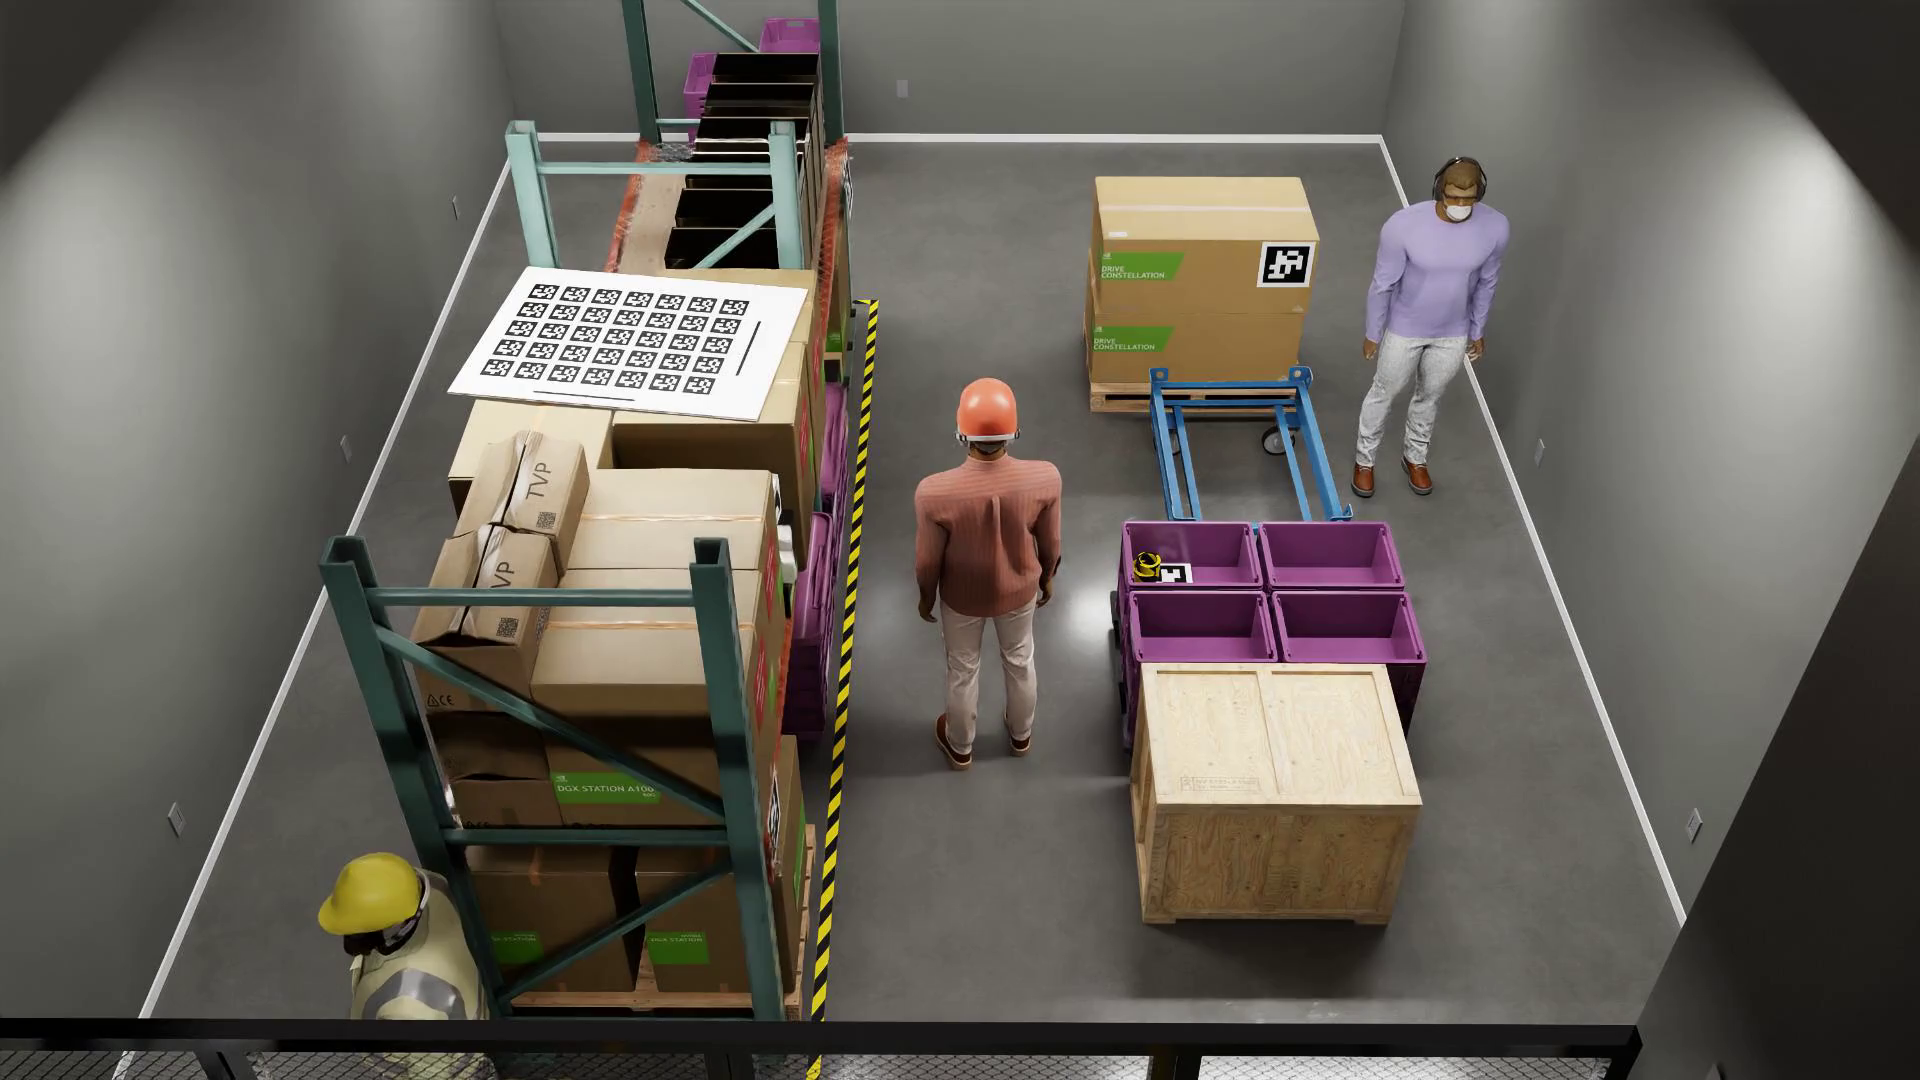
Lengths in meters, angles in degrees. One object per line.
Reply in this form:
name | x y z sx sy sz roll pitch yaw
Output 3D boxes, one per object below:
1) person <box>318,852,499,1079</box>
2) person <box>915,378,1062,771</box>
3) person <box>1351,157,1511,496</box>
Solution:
person | -1.707 1.612 5.351 0.404 1.837 0.595 -8 42 -9
person | 0.112 0.175 6.872 0.612 1.995 0.376 -10 42 -11
person | 2.328 -1.053 8.314 0.635 1.937 0.353 -2 41 -2
